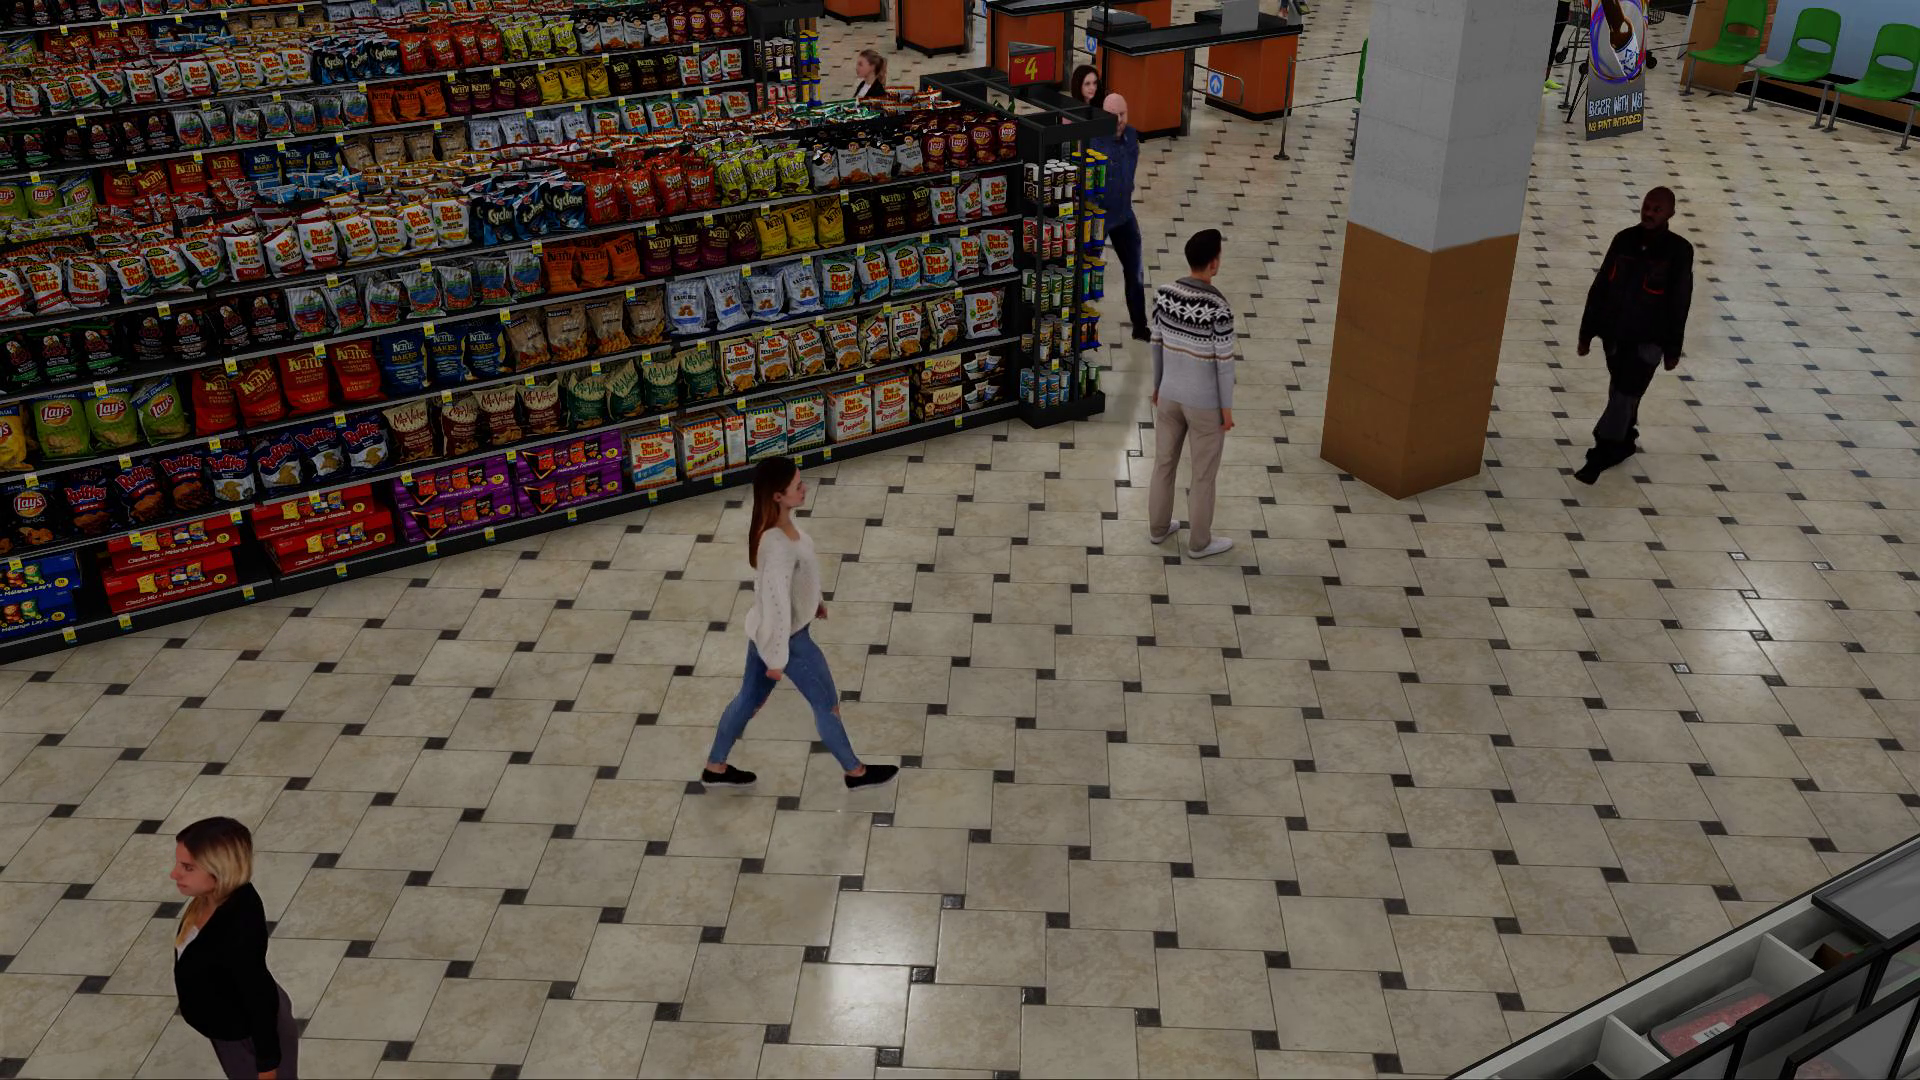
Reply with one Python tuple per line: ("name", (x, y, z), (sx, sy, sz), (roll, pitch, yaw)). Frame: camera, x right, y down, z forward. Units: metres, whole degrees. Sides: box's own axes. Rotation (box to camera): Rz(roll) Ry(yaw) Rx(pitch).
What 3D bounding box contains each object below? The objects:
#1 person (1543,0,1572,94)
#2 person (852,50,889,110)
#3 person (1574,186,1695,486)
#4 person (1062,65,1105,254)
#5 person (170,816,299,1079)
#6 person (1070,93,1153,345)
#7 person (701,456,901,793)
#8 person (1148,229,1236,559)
("person", (6.690, -5.946, 18.662), (0.504, 1.755, 0.660), (-22, 36, -35))
("person", (-0.629, -3.129, 13.593), (1.047, 1.668, 0.636), (-16, 33, -27))
("person", (4.107, -1.251, 10.021), (1.201, 1.795, 0.877), (-23, 36, -36))
("person", (0.915, -2.715, 12.696), (0.506, 1.801, 0.703), (-21, 35, -34))
("person", (-2.121, 1.527, 5.061), (0.517, 1.672, 0.597), (-16, 33, -27))
("person", (1.007, -2.312, 11.986), (1.177, 1.776, 0.904), (-22, 35, -34))
("person", (-0.840, 0.423, 7.105), (1.180, 1.651, 0.852), (-6, 29, -11))
("person", (1.264, -0.793, 9.113), (0.745, 1.862, 0.676), (25, 37, 38))
